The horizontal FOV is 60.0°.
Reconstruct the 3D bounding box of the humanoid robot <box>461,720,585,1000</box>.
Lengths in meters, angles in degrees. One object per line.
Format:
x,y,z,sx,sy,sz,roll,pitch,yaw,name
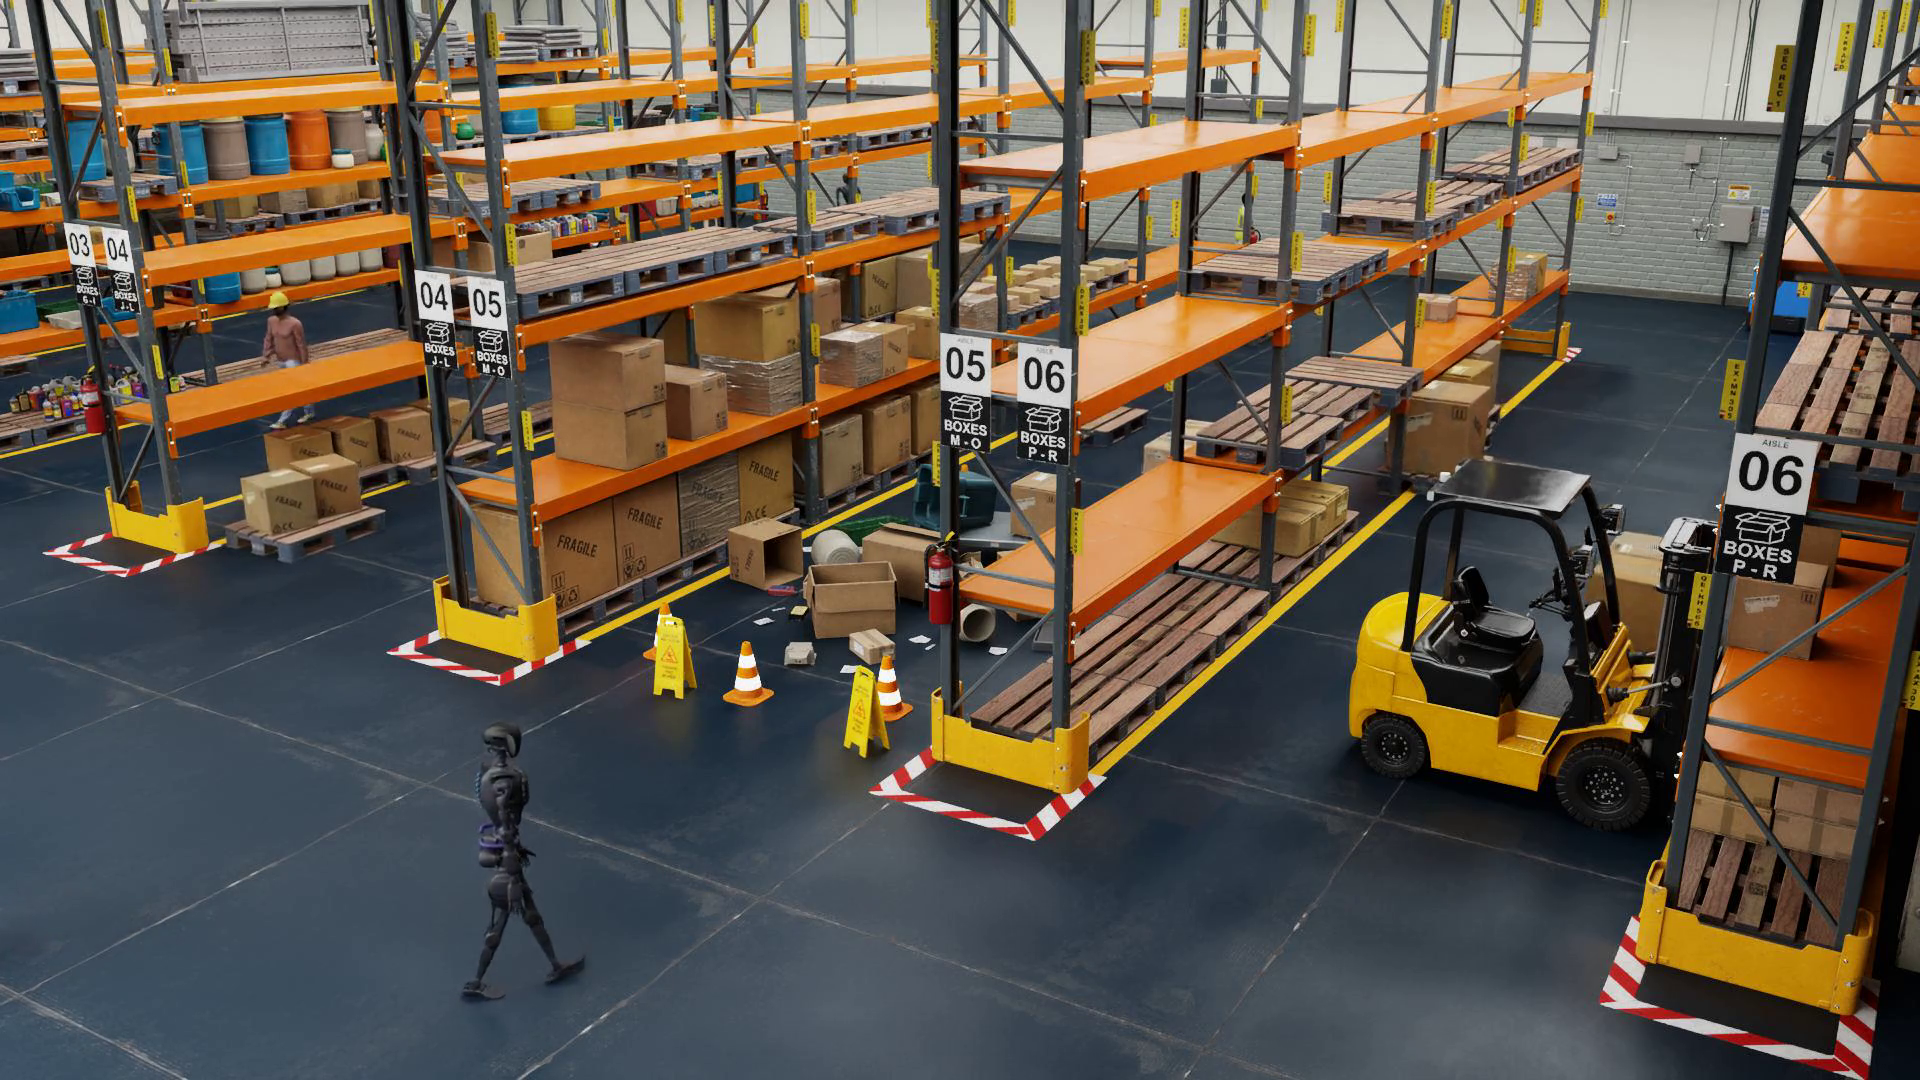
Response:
-2.516,1.794,9.335,0.709,1.632,0.599,-5,20,-14,humanoid robot

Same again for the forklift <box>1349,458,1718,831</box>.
3.988,0.658,11.776,2.313,2.155,1.214,11,22,29,forklift

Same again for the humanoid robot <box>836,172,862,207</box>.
-2.178,-6.547,33.399,0.612,1.632,0.581,-10,21,-26,humanoid robot

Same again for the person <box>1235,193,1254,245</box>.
5.190,-5.513,30.382,0.320,1.686,0.537,-1,19,-4,person

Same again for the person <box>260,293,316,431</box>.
-8.478,-2.240,20.865,0.540,1.722,0.910,9,21,25,person

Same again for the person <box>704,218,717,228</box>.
-5.233,-7.064,34.869,0.489,1.688,0.345,-6,20,-18,person

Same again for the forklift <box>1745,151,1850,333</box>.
13.620,-4.667,26.137,1.873,2.768,1.129,11,22,29,forklift
